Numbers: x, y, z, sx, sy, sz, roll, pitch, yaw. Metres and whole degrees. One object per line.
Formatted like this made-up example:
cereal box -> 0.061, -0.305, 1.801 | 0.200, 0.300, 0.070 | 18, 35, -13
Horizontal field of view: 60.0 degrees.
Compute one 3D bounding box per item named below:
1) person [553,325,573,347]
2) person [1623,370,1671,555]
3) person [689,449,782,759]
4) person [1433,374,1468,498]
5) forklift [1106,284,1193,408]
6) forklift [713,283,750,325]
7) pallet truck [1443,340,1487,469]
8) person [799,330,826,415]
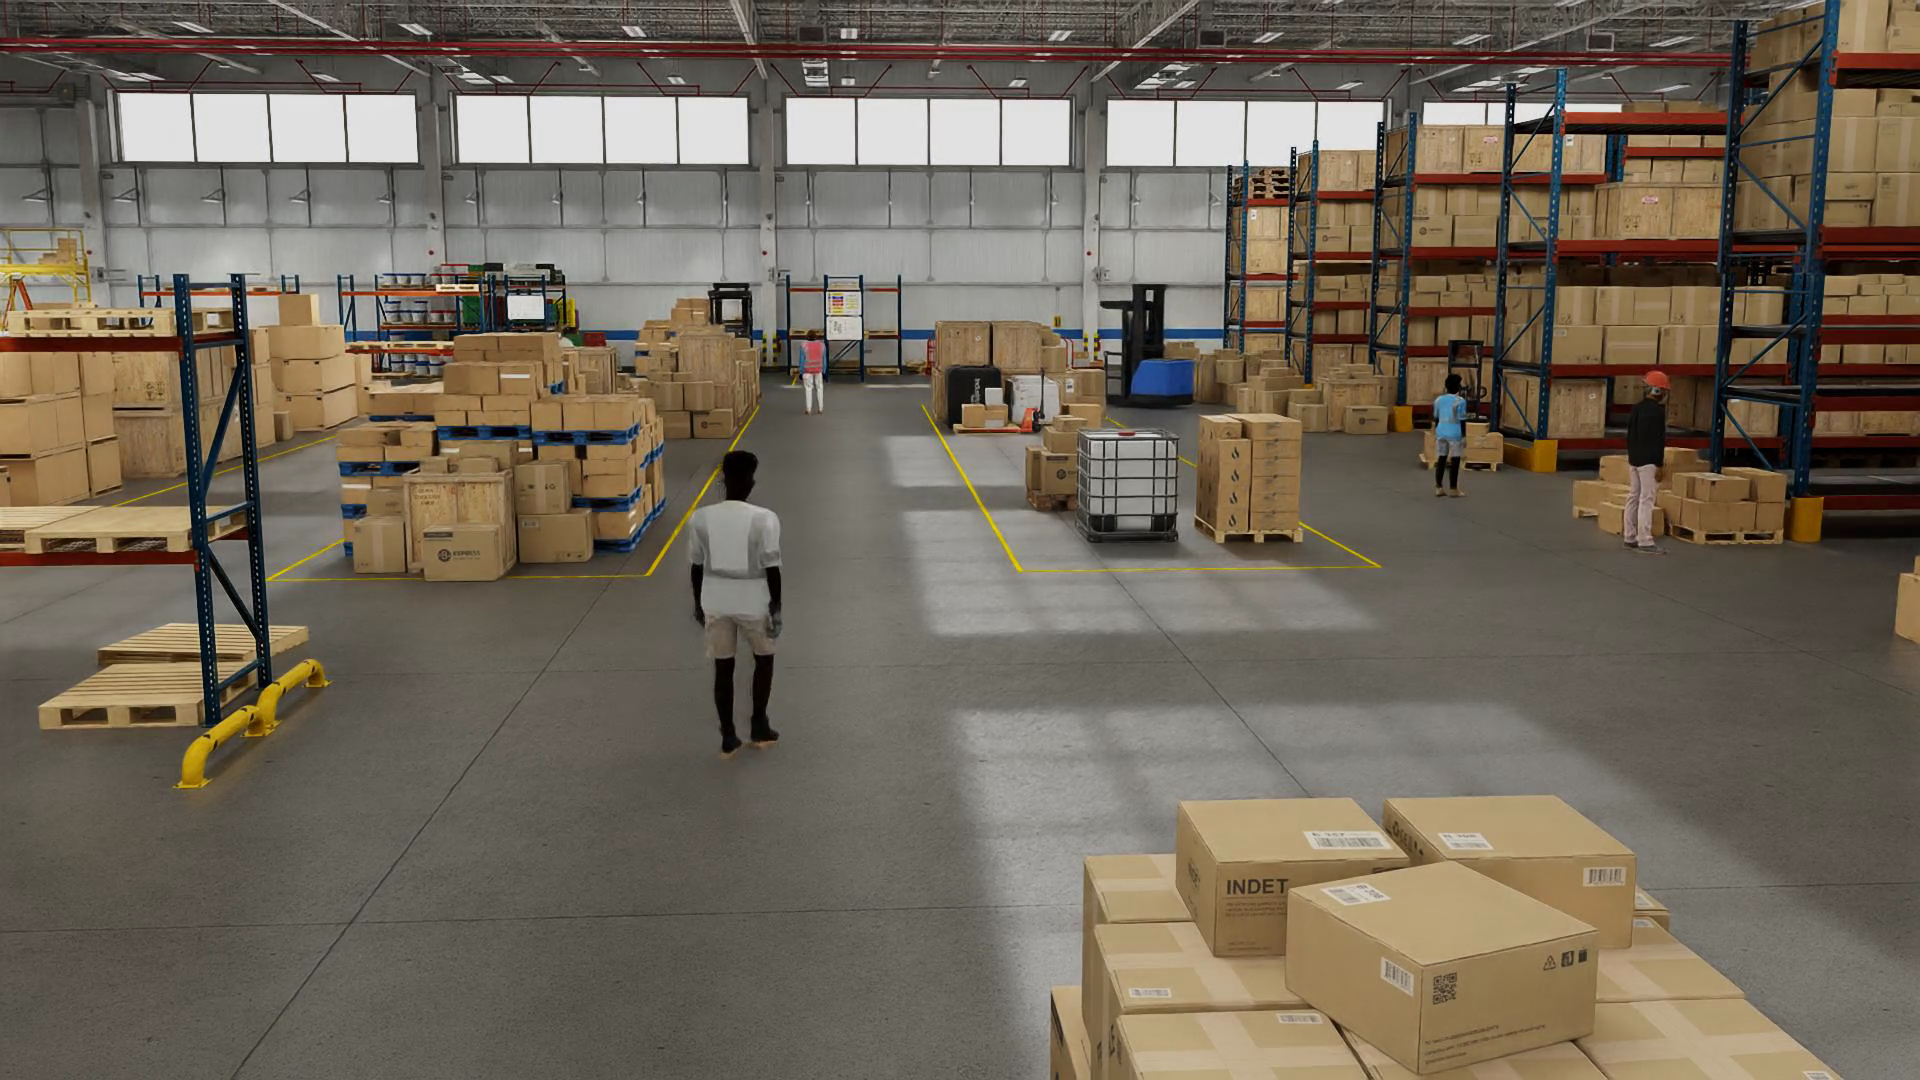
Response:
person -> -8.968, -3.844, 37.193 | 0.660, 1.909, 0.743 | -1, 9, -7
person -> 7.488, -0.846, 18.108 | 0.390, 1.995, 0.613 | -1, 9, -5
person -> -1.395, 0.394, 10.481 | 0.640, 1.946, 0.545 | 1, 9, 8
person -> 6.680, -1.416, 22.623 | 0.317, 1.696, 0.540 | -6, 11, -34
forklift -> 4.338, -4.489, 38.217 | 1.873, 2.768, 1.129 | 8, 12, 40
forklift -> -5.939, -5.321, 43.440 | 1.129, 2.768, 1.873 | -1, 9, -4
pallet truck -> 8.004, -2.170, 26.422 | 0.823, 1.965, 1.885 | 2, 9, 14
person -> -3.216, -3.645, 36.176 | 0.634, 1.839, 0.429 | -5, 10, -26
